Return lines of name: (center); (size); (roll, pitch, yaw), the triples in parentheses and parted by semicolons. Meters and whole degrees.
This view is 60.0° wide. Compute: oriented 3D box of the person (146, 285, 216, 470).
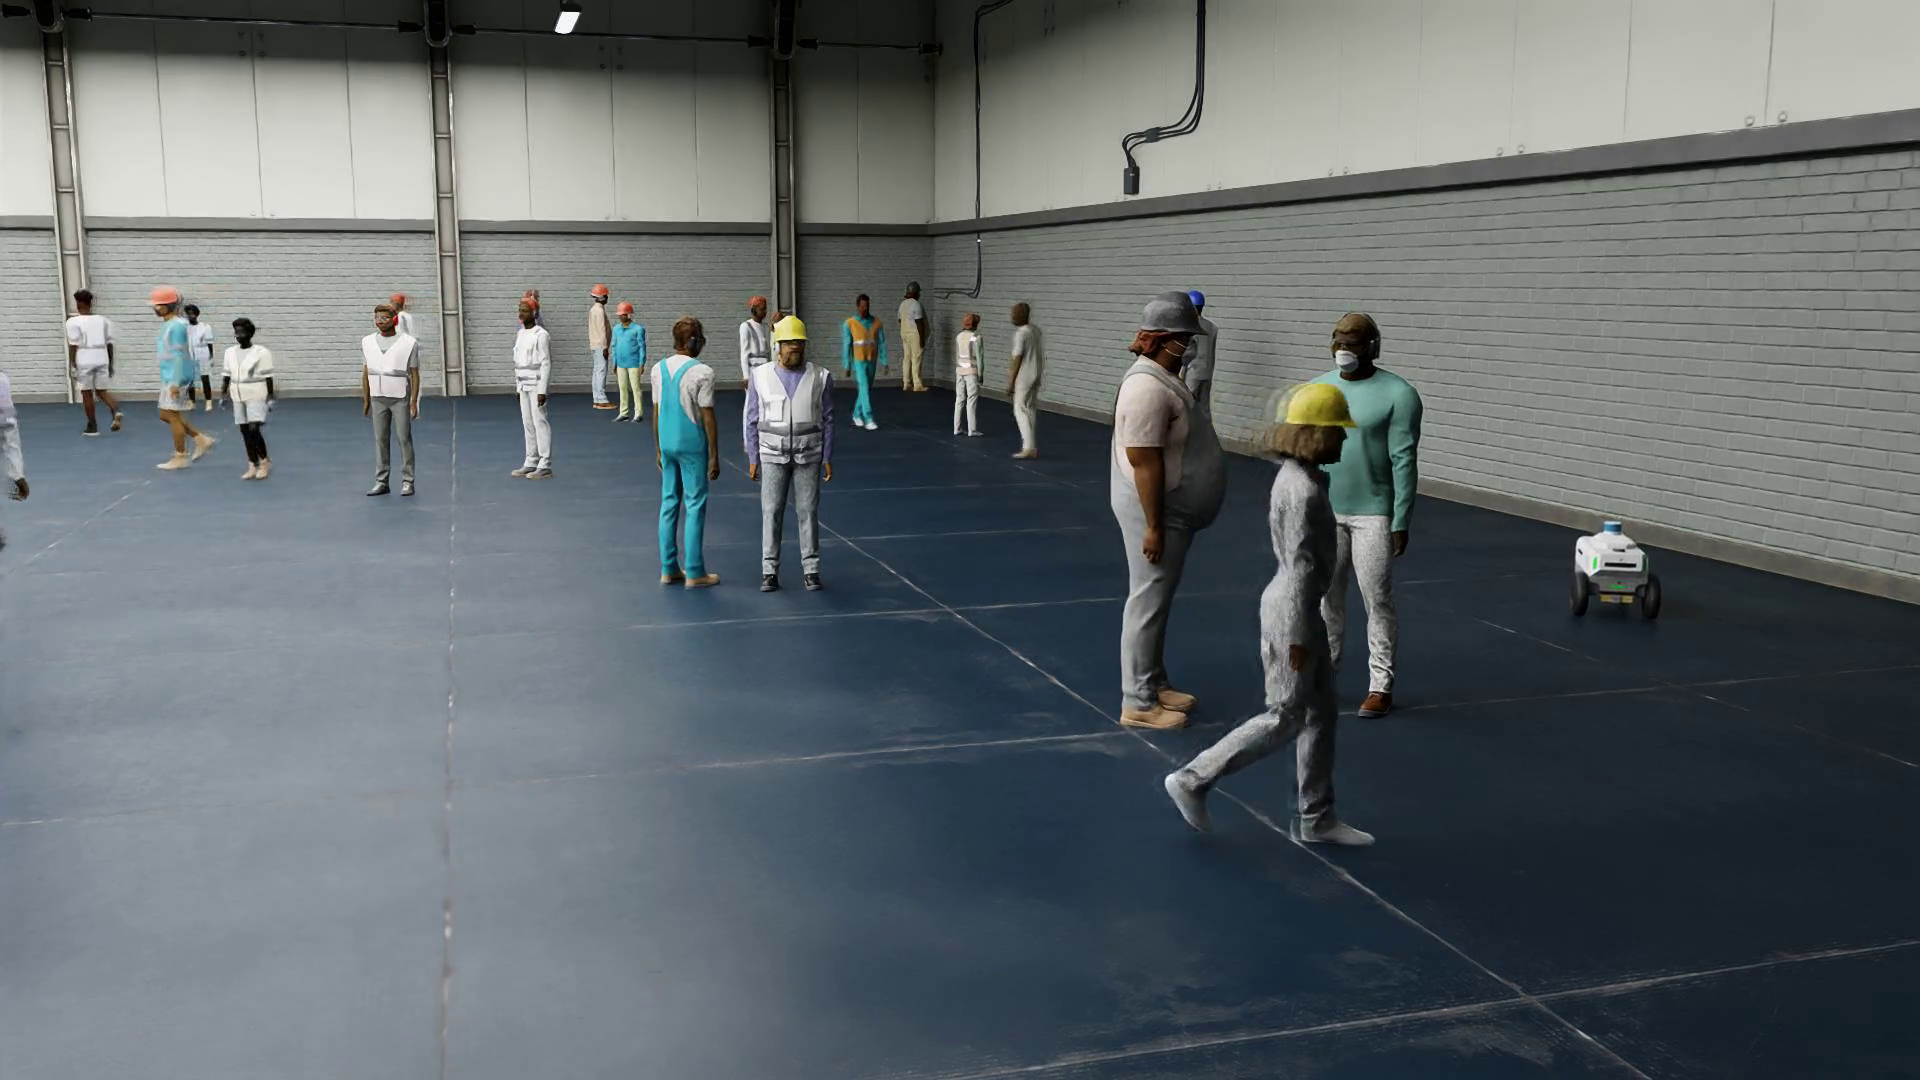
person: (-8.545, -1.765, 18.164); (0.541, 2.017, 0.605); (-6, 11, -36)

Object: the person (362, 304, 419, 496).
person: (-5.461, -1.342, 15.990); (0.564, 1.846, 0.390); (1, 9, 5)

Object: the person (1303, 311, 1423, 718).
person: (1.882, -0.120, 7.946); (0.625, 1.931, 0.378); (7, 12, 39)

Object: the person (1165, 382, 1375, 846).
person: (1.139, 0.284, 6.019); (0.705, 1.716, 0.500); (2, 9, 10)

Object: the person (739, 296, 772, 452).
person: (-2.433, -1.988, 19.989); (0.337, 1.882, 0.584); (4, 10, 24)

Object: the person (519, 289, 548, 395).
person: (-7.600, -3.510, 29.634); (0.401, 1.904, 0.652); (-6, 11, -32)

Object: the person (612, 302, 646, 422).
person: (-4.835, -2.578, 24.176); (0.571, 1.747, 0.342); (4, 10, 26)

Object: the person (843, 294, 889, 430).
person: (-1.355, -2.501, 23.283); (0.587, 1.882, 0.967); (-5, 10, -31)

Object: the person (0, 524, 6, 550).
person: (-4.843, -0.096, 7.768); (0.482, 1.942, 0.625); (4, 10, 22)

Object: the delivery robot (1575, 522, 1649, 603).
delivery robot: (4.077, 0.128, 10.414); (0.477, 0.478, 0.707); (2, 9, 12)

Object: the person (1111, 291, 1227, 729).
person: (0.976, -0.151, 7.772); (0.535, 2.000, 0.683); (2, 9, 10)

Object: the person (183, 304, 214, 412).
person: (-12.007, -2.850, 26.127); (0.542, 1.688, 0.321); (-2, 9, -11)

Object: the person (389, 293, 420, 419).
person: (-8.339, -2.722, 24.708); (0.582, 1.865, 0.624); (0, 9, 1)

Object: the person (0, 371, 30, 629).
person: (-5.809, -0.391, 9.781); (0.899, 1.887, 0.551); (6, 11, 33)

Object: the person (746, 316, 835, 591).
person: (-1.128, -0.570, 11.093); (0.592, 1.837, 0.404); (-1, 9, -7)

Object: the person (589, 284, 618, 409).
person: (-5.771, -3.108, 26.771); (0.375, 1.997, 0.612); (-4, 10, -24)

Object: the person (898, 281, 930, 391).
person: (-0.822, -3.795, 31.017); (0.537, 2.000, 0.683); (-6, 11, -34)

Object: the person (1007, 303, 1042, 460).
person: (0.778, -1.820, 19.164); (0.365, 1.810, 0.646); (5, 10, 29)

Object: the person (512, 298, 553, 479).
person: (-4.480, -1.580, 17.386); (0.352, 1.884, 0.580); (-8, 12, -42)

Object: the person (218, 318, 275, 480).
person: (-7.367, -1.444, 17.151); (0.541, 1.685, 0.427); (2, 9, 15)

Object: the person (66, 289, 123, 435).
person: (-11.490, -2.349, 22.079); (0.571, 1.947, 0.616); (5, 10, 30)

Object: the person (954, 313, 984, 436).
person: (0.120, -2.188, 22.083); (0.315, 1.630, 0.511); (-8, 12, -41)

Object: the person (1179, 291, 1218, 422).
person: (2.699, -1.885, 19.125); (0.613, 1.947, 0.388); (-8, 12, -41)

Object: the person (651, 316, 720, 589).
person: (-1.836, -0.583, 11.200); (0.519, 1.834, 0.361); (5, 10, 28)
